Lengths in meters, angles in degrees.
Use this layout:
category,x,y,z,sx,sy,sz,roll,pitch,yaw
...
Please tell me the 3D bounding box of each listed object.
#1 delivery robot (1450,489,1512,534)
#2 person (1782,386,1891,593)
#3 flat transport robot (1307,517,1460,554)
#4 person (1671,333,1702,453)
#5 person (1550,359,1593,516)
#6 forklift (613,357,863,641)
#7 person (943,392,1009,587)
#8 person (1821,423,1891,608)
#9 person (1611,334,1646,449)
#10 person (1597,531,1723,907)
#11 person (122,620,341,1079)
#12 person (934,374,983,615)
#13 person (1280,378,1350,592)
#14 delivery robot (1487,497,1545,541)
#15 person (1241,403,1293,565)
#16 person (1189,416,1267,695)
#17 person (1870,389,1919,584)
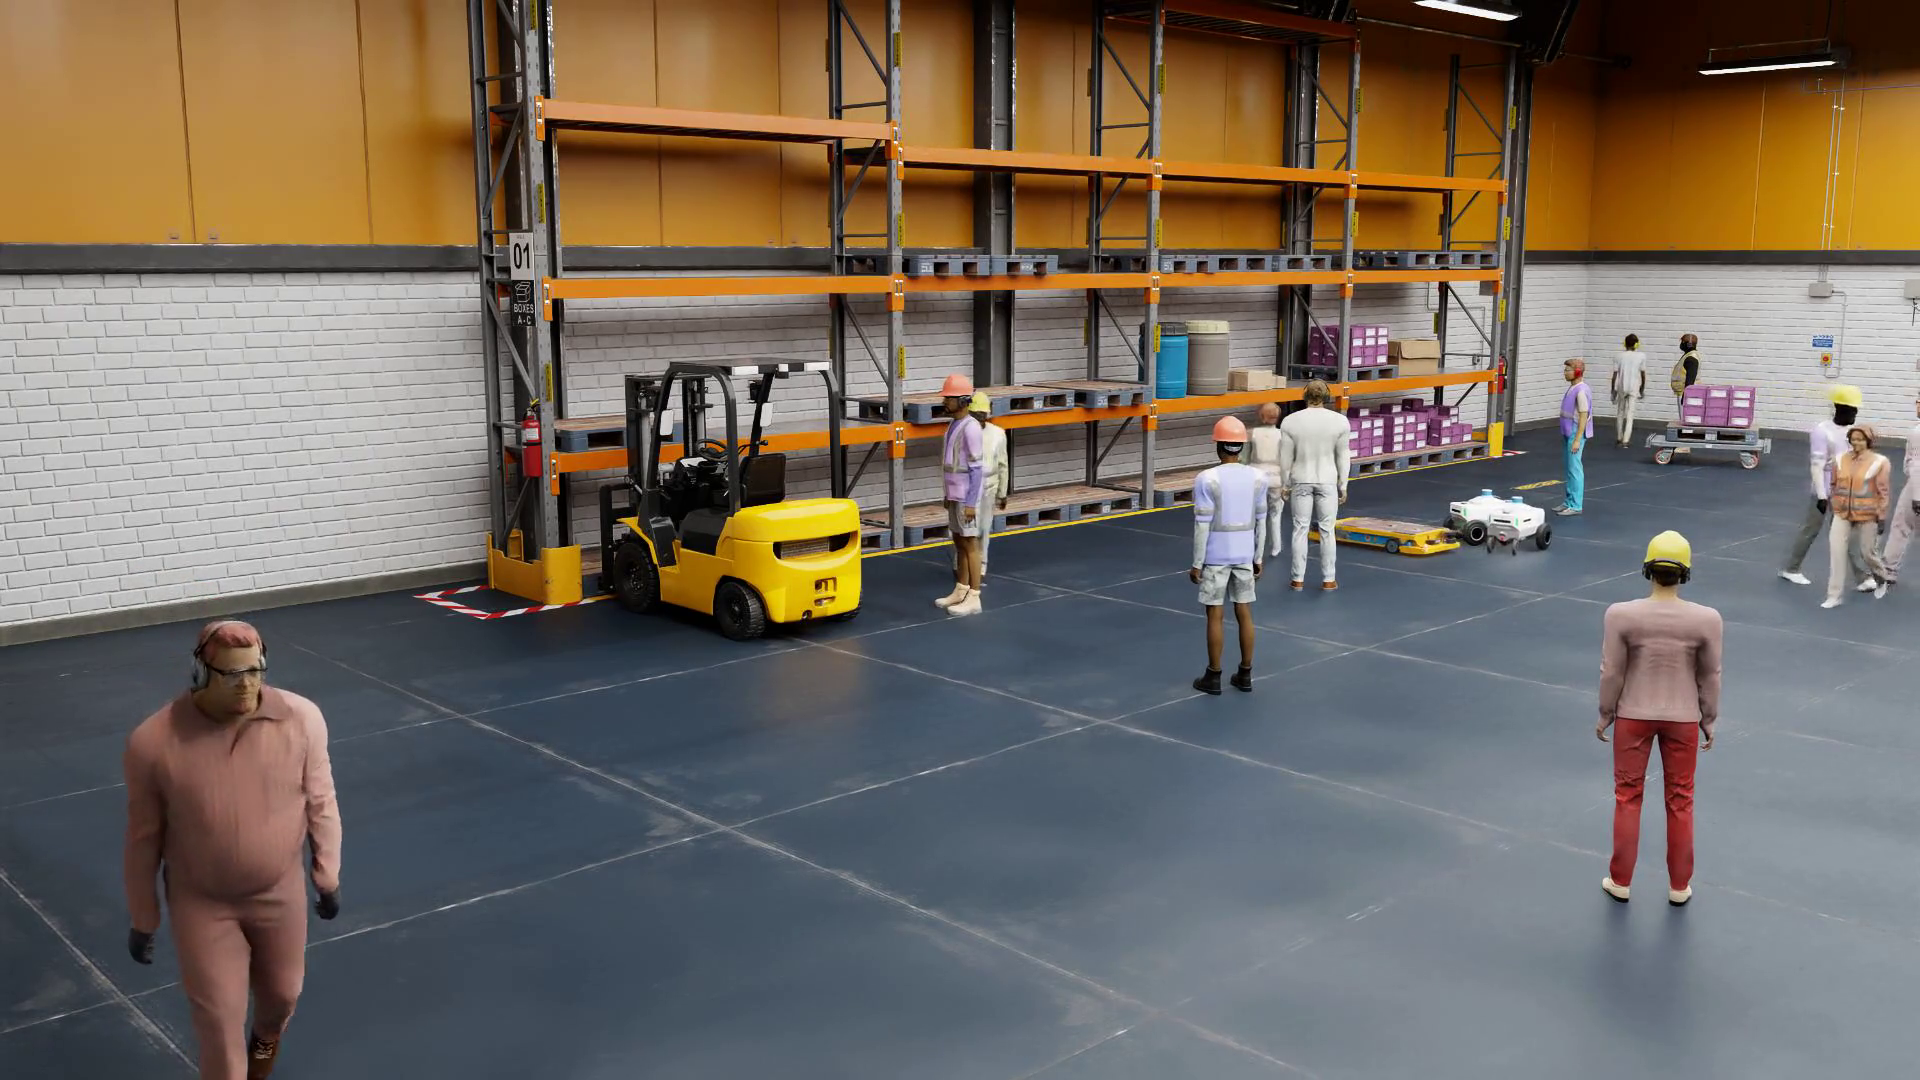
category,x,y,z,sx,sy,sz,roll,pitch,yaw
delivery robot,5.586,-0.293,17.664,0.707,0.478,0.477,-2,10,-13
person,7.976,-0.465,15.110,0.601,1.868,1.003,-3,10,-17
flat transport robot,4.422,-0.060,17.407,0.652,0.197,1.431,-9,13,-43
person,11.228,-2.272,25.758,0.429,1.846,0.627,3,10,19
person,7.195,-1.198,19.470,0.376,1.841,0.571,1,10,8
forklift,-1.847,-0.414,13.852,1.214,2.155,2.313,-9,13,-42
person,0.152,-0.453,15.221,0.594,1.811,0.448,-2,10,-12
person,7.820,-0.217,14.424,0.725,1.613,0.522,-7,12,-37
person,10.588,-2.354,26.379,0.481,1.809,0.976,6,11,30
person,3.265,0.834,7.802,0.533,1.767,0.324,3,10,15
person,-2.463,1.155,5.645,0.684,1.871,0.822,-7,12,-34
person,-0.003,-0.384,14.119,0.390,2.045,0.607,-3,10,-16
person,3.203,-0.491,15.053,0.627,1.940,0.371,2,10,14
delivery robot,5.727,-0.203,17.123,0.477,0.478,0.707,9,13,41
person,3.024,-0.558,16.463,0.532,1.582,0.858,3,10,16
person,1.847,0.108,11.549,0.552,1.935,0.360,-3,10,-18
person,8.794,-0.463,15.163,0.643,1.859,0.912,-4,10,-21
